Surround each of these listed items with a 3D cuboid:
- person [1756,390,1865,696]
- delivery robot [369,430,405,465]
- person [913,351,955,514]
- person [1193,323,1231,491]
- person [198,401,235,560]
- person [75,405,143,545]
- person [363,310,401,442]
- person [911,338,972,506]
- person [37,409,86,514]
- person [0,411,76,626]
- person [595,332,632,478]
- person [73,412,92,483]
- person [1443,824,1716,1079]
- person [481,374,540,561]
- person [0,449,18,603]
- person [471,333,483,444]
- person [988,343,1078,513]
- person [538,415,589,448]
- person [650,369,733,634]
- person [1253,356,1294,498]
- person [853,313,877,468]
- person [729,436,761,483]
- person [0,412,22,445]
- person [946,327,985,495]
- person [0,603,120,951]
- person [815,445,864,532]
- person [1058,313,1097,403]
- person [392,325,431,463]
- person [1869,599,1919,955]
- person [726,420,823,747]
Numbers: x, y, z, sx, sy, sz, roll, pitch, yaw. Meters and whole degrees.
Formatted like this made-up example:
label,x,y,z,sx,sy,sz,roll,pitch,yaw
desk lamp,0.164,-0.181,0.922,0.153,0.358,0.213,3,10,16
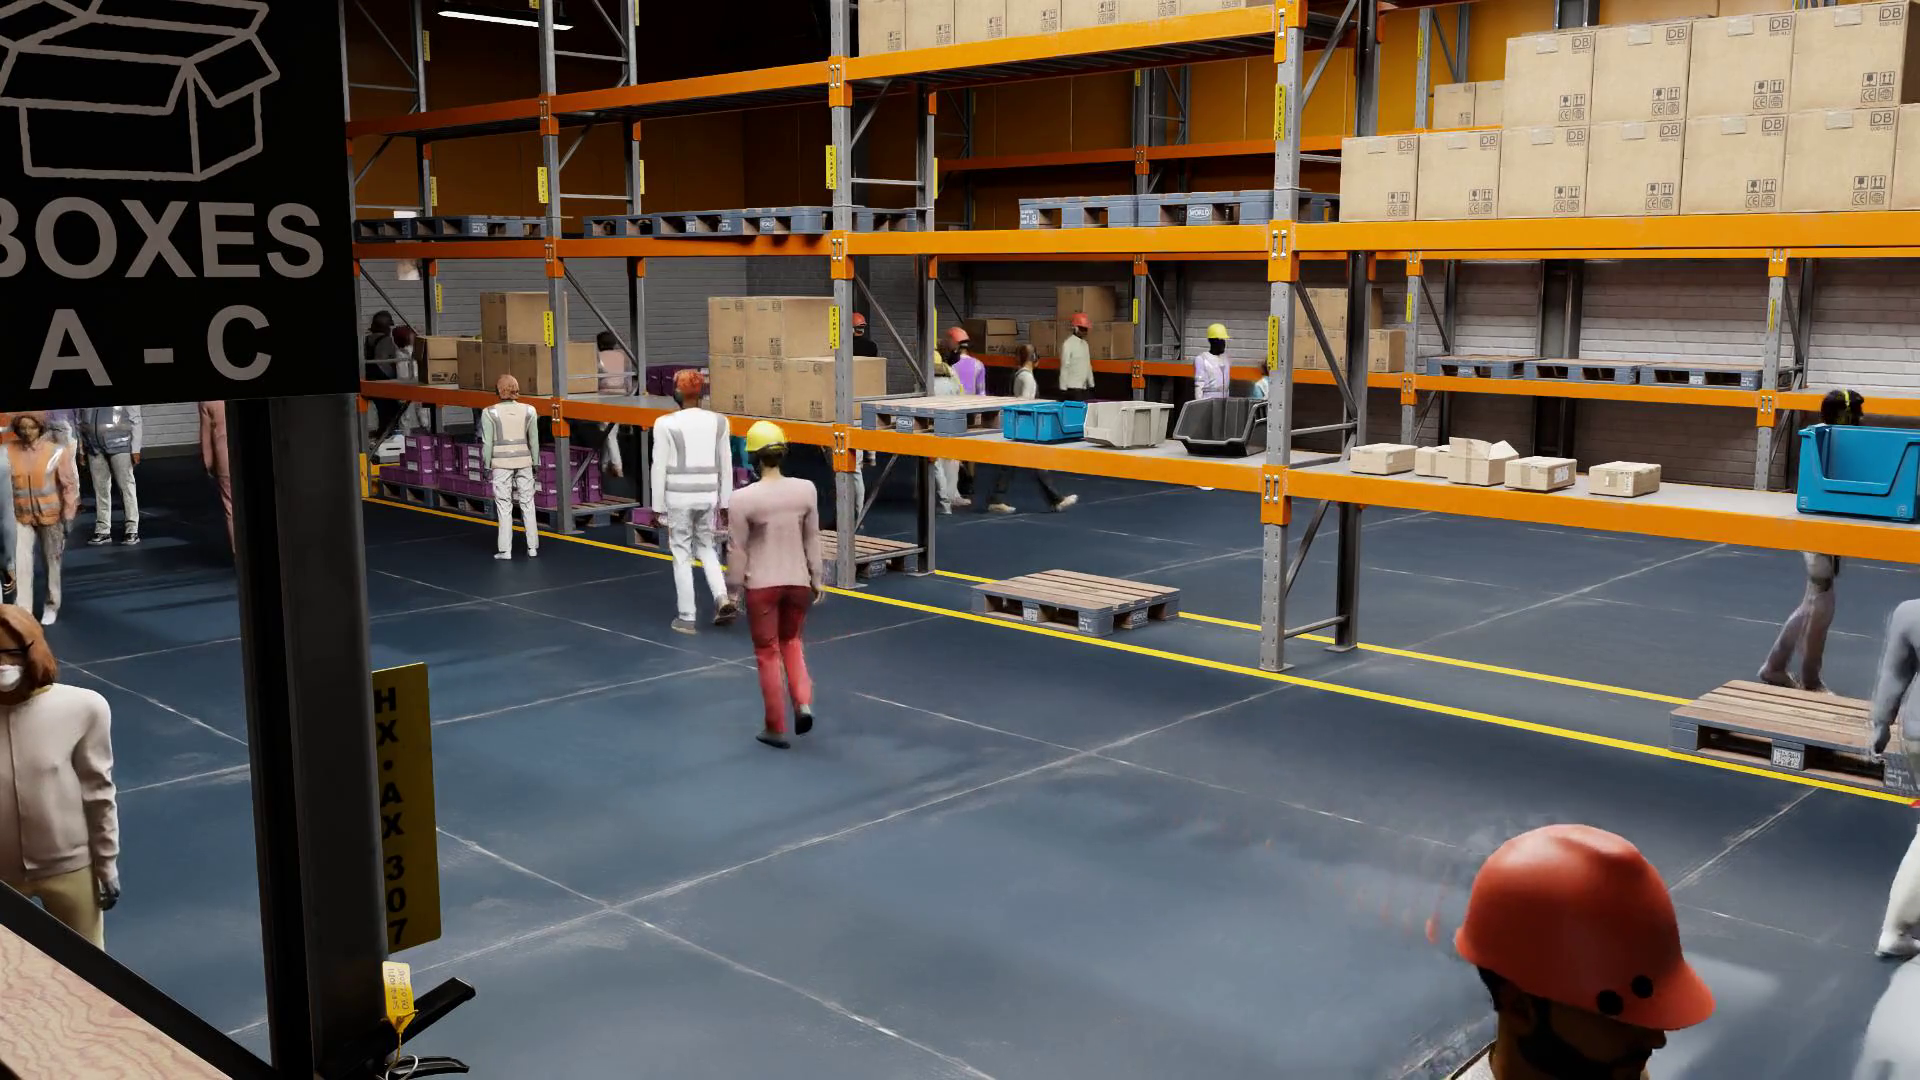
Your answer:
label,x,y,z,sx,sy,sz,roll,pitch,yaw
person,5.086,0.041,9.894,0.496,1.855,0.594,5,10,27
delivery robot,-6.974,-1.126,20.672,0.707,0.478,0.477,-7,12,-37
person,-0.316,-1.144,17.583,0.489,1.691,0.880,-6,11,-33
person,2.948,-1.539,19.292,0.593,1.927,0.372,-8,13,-42
person,-6.101,-0.675,14.151,0.648,1.885,0.727,-4,10,-22
person,-7.887,-0.856,15.401,0.600,1.829,0.404,0,9,1
person,-7.683,-2.067,22.185,0.696,2.000,0.649,5,11,30
person,-0.189,-1.273,17.979,0.586,1.823,0.639,0,9,3
person,-9.437,-1.217,17.287,0.630,1.940,0.372,-4,10,-21
person,-6.494,-0.131,11.669,0.526,1.583,0.888,-4,10,-22
person,-4.366,-1.669,20.525,0.620,1.795,0.973,-9,13,-42
person,-10.377,-1.639,20.063,0.662,1.879,0.620,1,9,6
person,0.728,1.266,2.213,0.985,1.896,0.544,8,12,41
person,-3.946,-0.634,14.626,0.522,1.638,0.311,-6,11,-34
person,-5.359,0.159,8.858,0.631,1.939,0.372,-9,13,-43
person,-5.929,-1.685,20.685,0.331,1.768,0.526,-2,10,-13
person,0.736,-1.154,17.392,0.973,1.775,0.557,-2,9,-10
person,-5.224,-1.870,21.632,0.900,1.847,0.648,-3,10,-16
person,-1.863,-0.258,11.640,0.583,1.871,0.472,-7,12,-37
person,3.447,-1.303,18.854,0.845,1.600,0.505,8,12,41
person,-1.318,-1.932,21.495,0.395,1.994,0.613,8,12,39
person,-2.692,-1.592,20.040,0.988,1.800,0.590,8,12,41
person,-9.278,-0.873,15.984,0.542,1.671,0.697,-9,13,-43
person,0.020,-1.427,18.645,0.588,1.912,0.633,-3,10,-15
person,-2.693,0.975,4.807,0.492,1.626,0.284,-5,10,-27
person,-1.150,-1.034,16.220,0.393,1.930,0.626,7,12,38
person,1.699,-2.047,22.282,0.776,1.960,0.648,4,10,25
person,-7.093,-1.890,21.715,0.896,1.851,0.596,3,10,17
person,3.761,0.754,6.300,0.897,1.579,0.489,-6,11,-31
person,-1.007,0.235,8.904,0.534,1.754,0.363,-6,11,-32
